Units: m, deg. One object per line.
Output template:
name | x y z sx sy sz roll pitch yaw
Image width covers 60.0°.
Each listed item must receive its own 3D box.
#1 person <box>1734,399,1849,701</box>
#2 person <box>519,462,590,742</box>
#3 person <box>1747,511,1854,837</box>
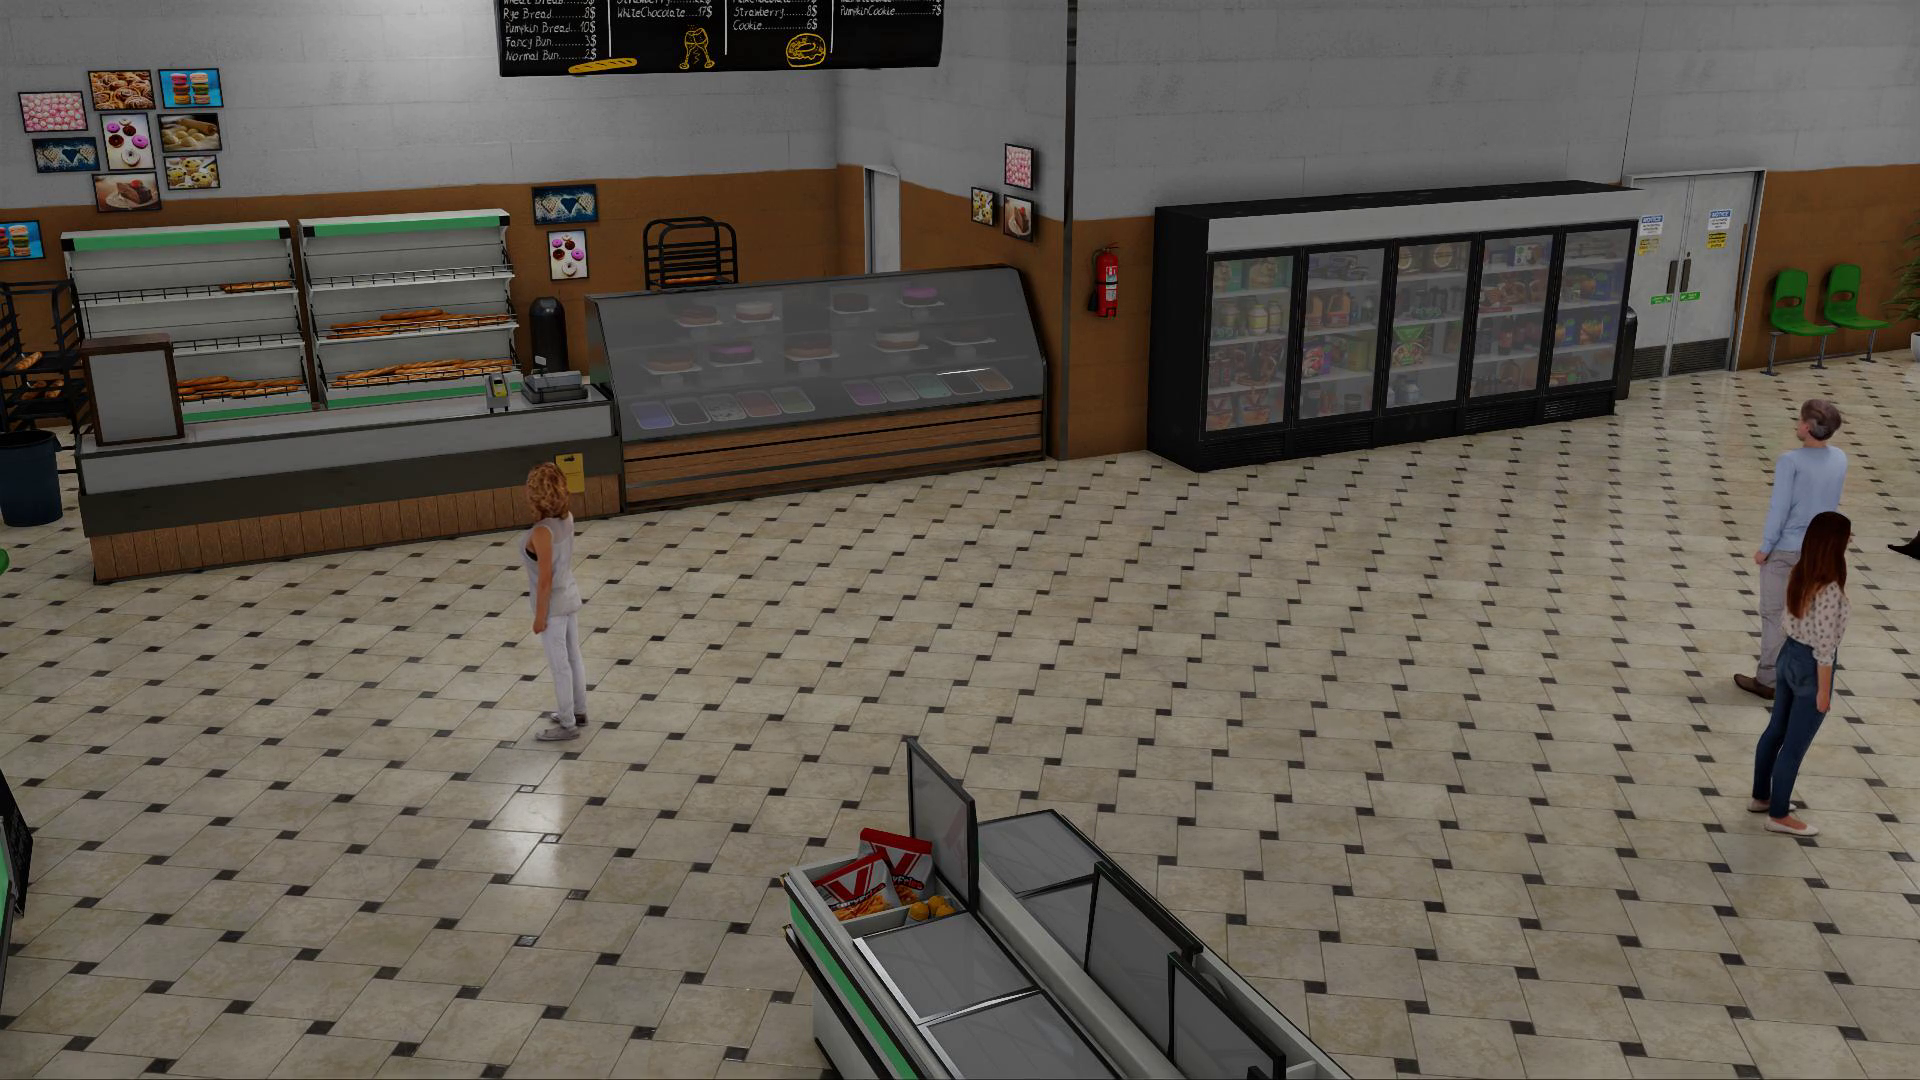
person | 5.163 0.053 10.256 0.711 1.893 0.638 -4 19 -13
person | -2.354 0.356 9.705 0.735 1.671 0.638 2 19 7
person | 4.386 0.679 8.657 0.711 1.728 0.585 1 19 2
